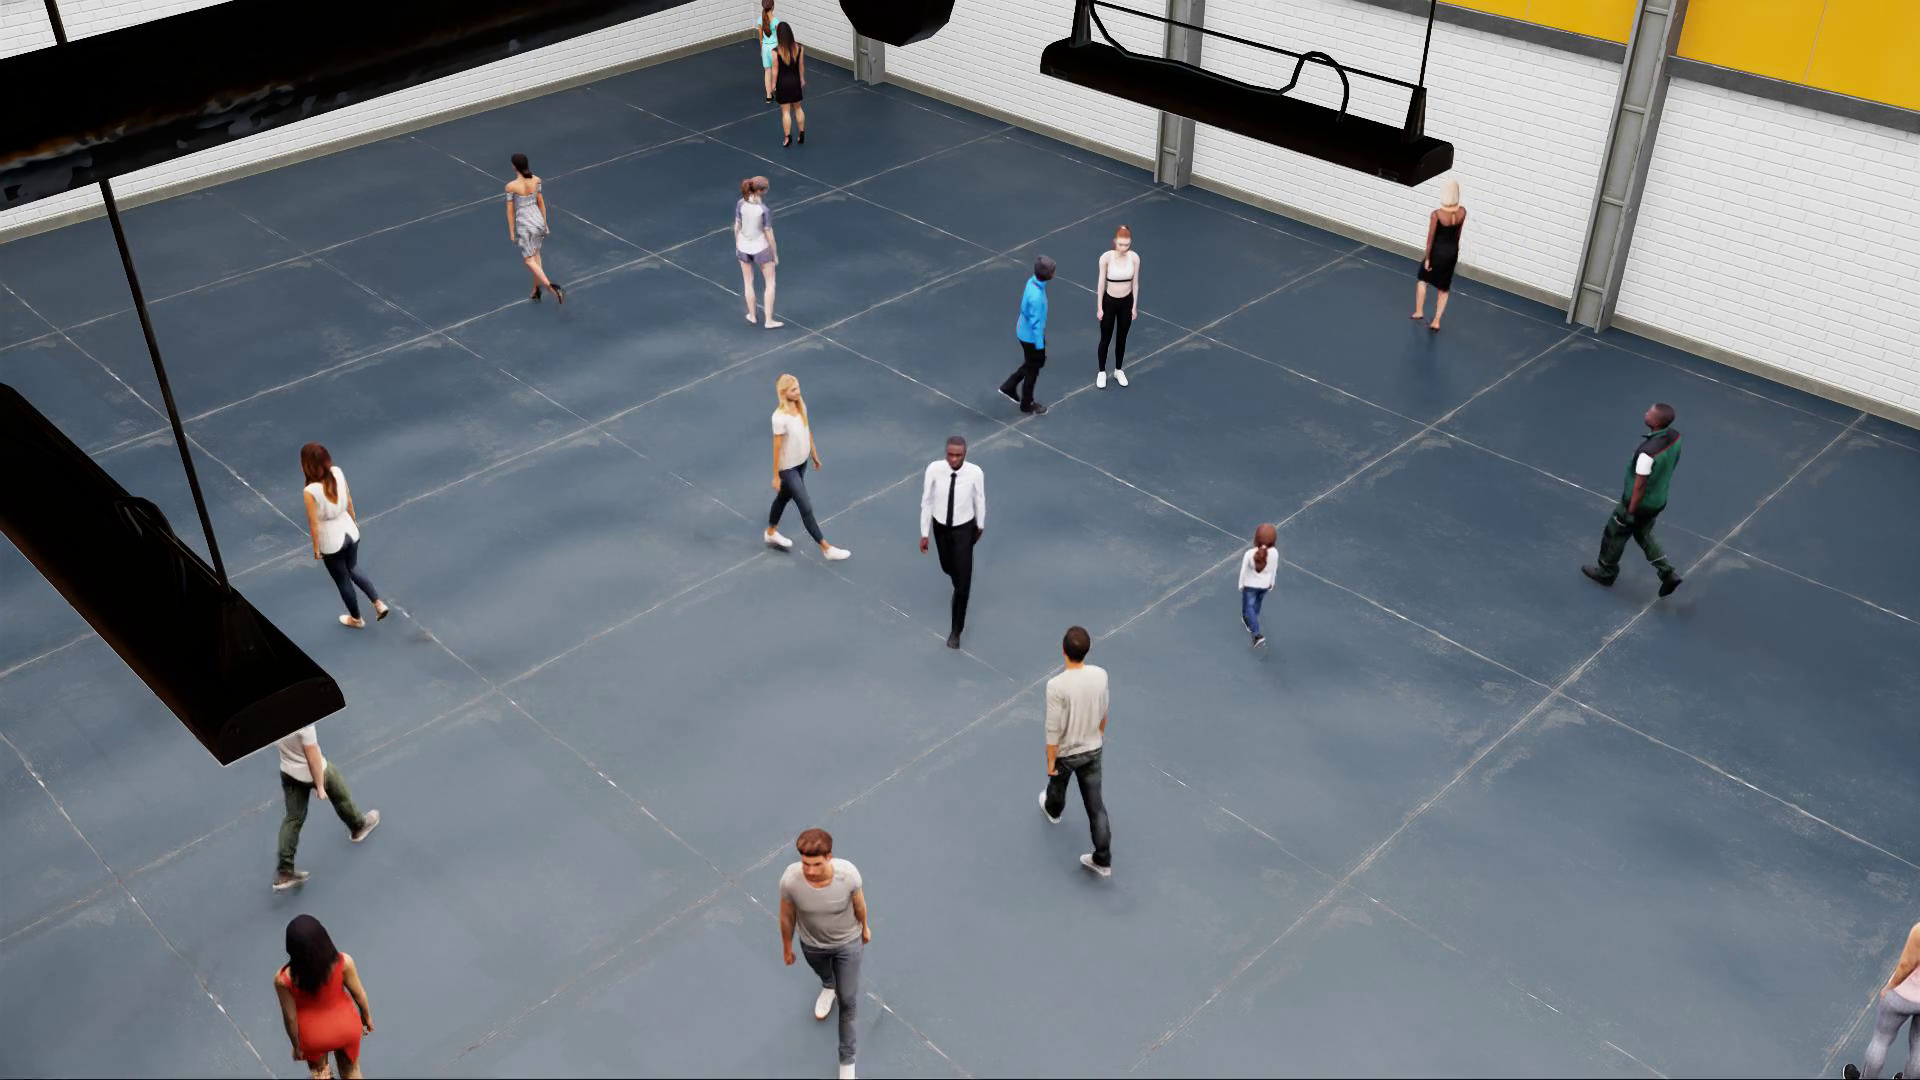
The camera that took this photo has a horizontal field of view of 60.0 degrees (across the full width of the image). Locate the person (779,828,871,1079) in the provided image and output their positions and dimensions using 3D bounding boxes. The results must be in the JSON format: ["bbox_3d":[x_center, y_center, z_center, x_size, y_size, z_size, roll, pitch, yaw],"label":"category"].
[{"bbox_3d":[-0.767,2.321,9.920,1.173,1.831,1.216,1,34,1],"label":"person"}]

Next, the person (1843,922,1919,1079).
[{"bbox_3d":[5.527,2.617,9.571,0.593,1.724,0.692,8,34,12],"label":"person"}]

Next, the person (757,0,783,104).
[{"bbox_3d":[-2.778,-7.234,24.541,0.613,1.558,0.700,10,35,14],"label":"person"}]

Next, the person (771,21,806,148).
[{"bbox_3d":[-2.364,-6.288,22.977,0.710,1.715,0.666,-20,39,-27],"label":"person"}]

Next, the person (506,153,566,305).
[{"bbox_3d":[-4.743,-3.412,18.575,0.623,1.798,0.993,-27,42,-34],"label":"person"}]

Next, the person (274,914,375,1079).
[{"bbox_3d":[-3.514,2.801,9.306,0.717,1.711,0.766,-16,37,-23],"label":"person"}]

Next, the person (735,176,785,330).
[{"bbox_3d":[-2.281,-3.180,18.273,0.731,1.745,0.853,0,34,0],"label":"person"}]

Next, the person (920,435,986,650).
[{"bbox_3d":[-0.042,-0.112,13.620,1.251,1.787,1.171,6,34,10],"label":"person"}]

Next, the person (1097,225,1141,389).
[{"bbox_3d":[1.611,-2.413,17.113,0.671,1.752,0.705,-5,34,-7],"label":"person"}]

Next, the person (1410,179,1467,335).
[{"bbox_3d":[5.271,-3.041,18.080,0.787,1.728,0.853,-4,34,-6],"label":"person"}]

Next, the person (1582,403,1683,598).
[{"bbox_3d":[5.768,-0.296,13.869,0.774,1.818,1.086,-24,41,-32],"label":"person"}]

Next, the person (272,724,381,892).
[{"bbox_3d":[-4.458,1.624,11.163,1.166,1.615,0.931,14,36,20],"label":"person"}]

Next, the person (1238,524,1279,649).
[{"bbox_3d":[2.427,0.369,13.520,0.661,1.096,0.795,-7,34,-10],"label":"person"}]

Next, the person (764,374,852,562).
[{"bbox_3d":[-1.530,-0.632,14.426,1.207,1.760,0.911,13,36,18],"label":"person"}]

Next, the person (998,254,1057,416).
[{"bbox_3d":[0.624,-2.013,16.488,0.946,1.778,0.885,-1,34,-2],"label":"person"}]

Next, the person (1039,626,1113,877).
[{"bbox_3d":[0.838,1.493,11.248,0.990,1.739,1.269,-14,36,-20],"label":"person"}]

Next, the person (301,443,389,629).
[{"bbox_3d":[-4.961,0.009,13.449,0.832,1.776,0.736,16,37,22],"label":"person"}]
